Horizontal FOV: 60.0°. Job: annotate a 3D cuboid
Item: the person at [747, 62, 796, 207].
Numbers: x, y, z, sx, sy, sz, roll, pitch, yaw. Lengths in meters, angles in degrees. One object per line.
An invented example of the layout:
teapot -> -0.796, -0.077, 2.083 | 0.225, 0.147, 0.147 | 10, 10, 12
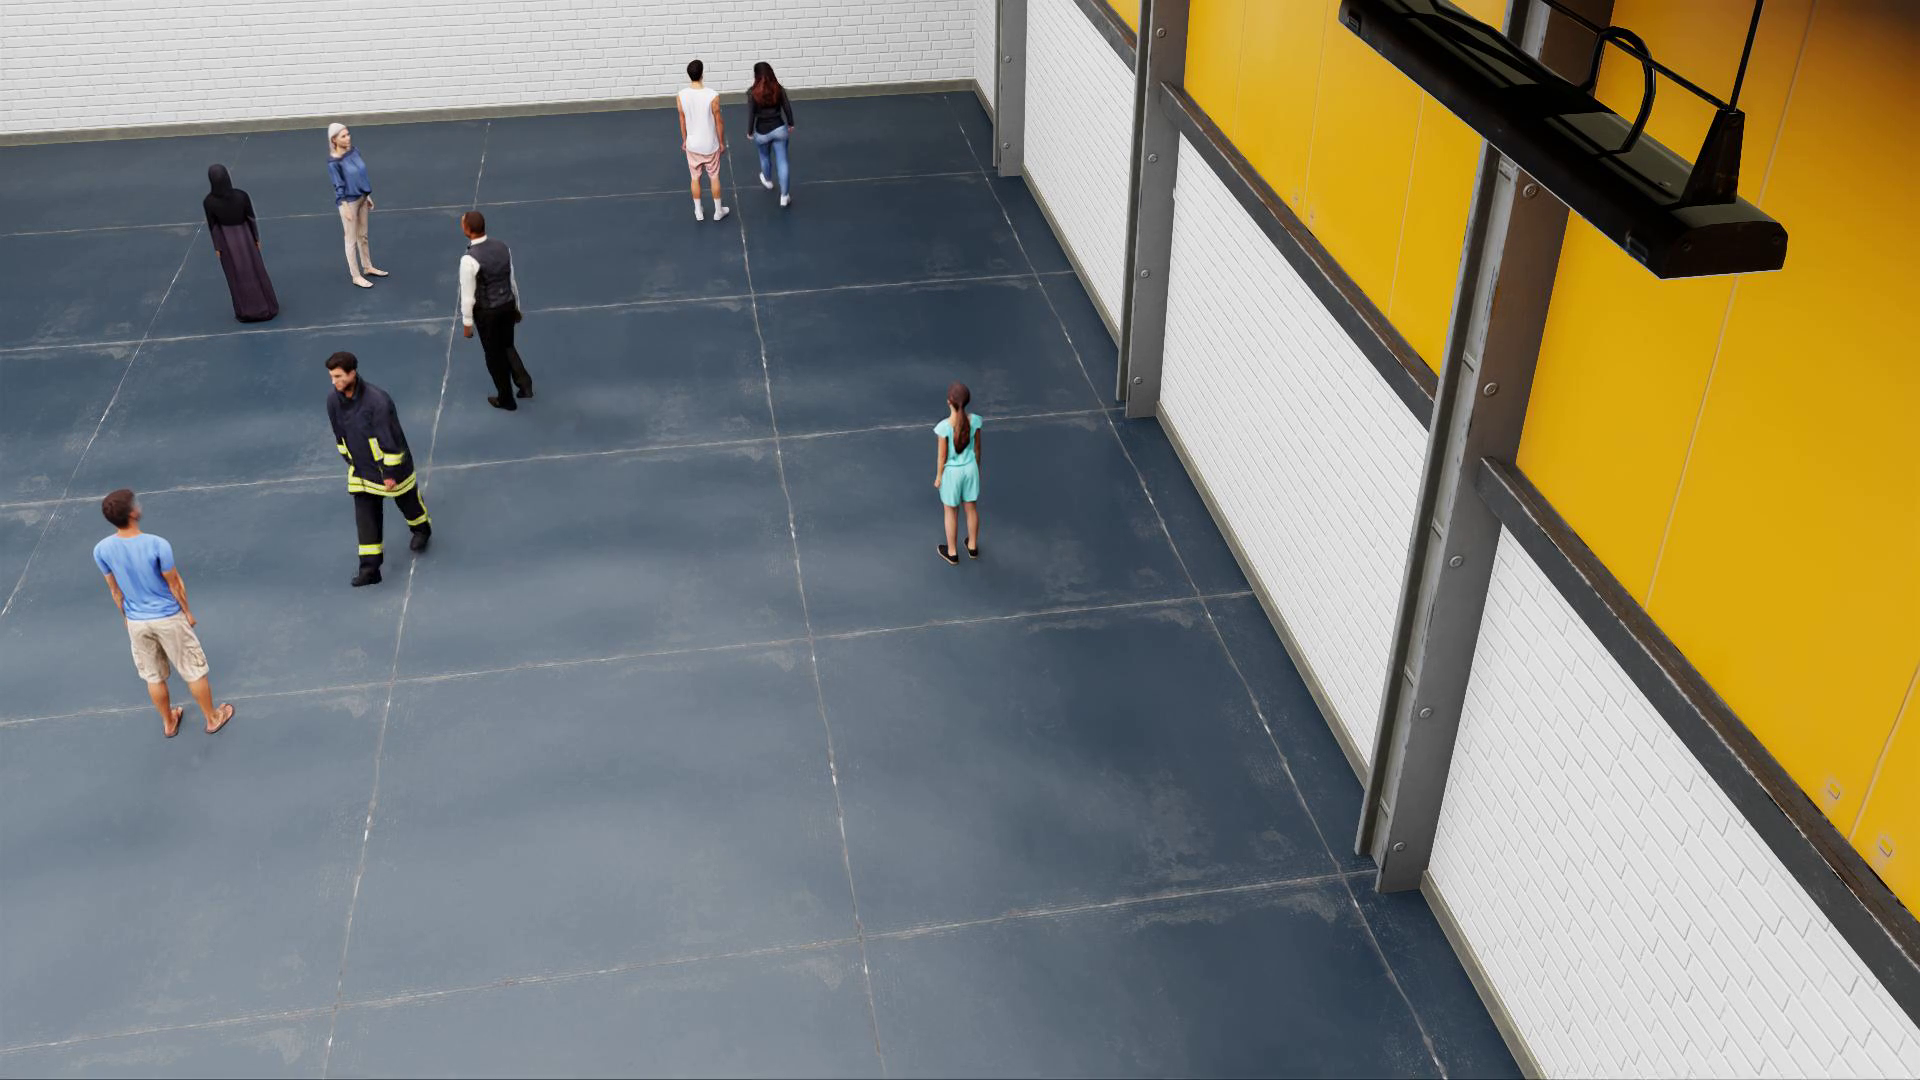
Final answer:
person -> -2.144, -4.584, 18.880 | 0.733, 1.601, 1.025 | -6, 34, -9

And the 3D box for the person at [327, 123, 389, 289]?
person -> -6.250, -3.461, 17.104 | 0.758, 1.697, 0.643 | 9, 35, 13

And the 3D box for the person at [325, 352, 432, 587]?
person -> -4.388, -0.630, 12.692 | 1.074, 1.866, 1.343 | 5, 34, 8

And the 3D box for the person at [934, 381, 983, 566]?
person -> -0.008, -0.525, 12.812 | 0.598, 1.557, 0.605 | -13, 36, -19

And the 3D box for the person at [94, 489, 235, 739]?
person -> -5.313, 0.502, 10.993 | 0.671, 1.862, 0.587 | -2, 34, -4

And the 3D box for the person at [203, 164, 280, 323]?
person -> -7.129, -2.932, 16.383 | 0.684, 1.614, 0.690 | -17, 37, -24

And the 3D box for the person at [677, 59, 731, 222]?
person -> -2.870, -4.423, 18.469 | 0.703, 1.788, 0.674 | 3, 34, 5

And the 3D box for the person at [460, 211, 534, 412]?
person -> -4.075, -1.987, 14.693 | 0.931, 1.911, 0.871 | 21, 39, 29
